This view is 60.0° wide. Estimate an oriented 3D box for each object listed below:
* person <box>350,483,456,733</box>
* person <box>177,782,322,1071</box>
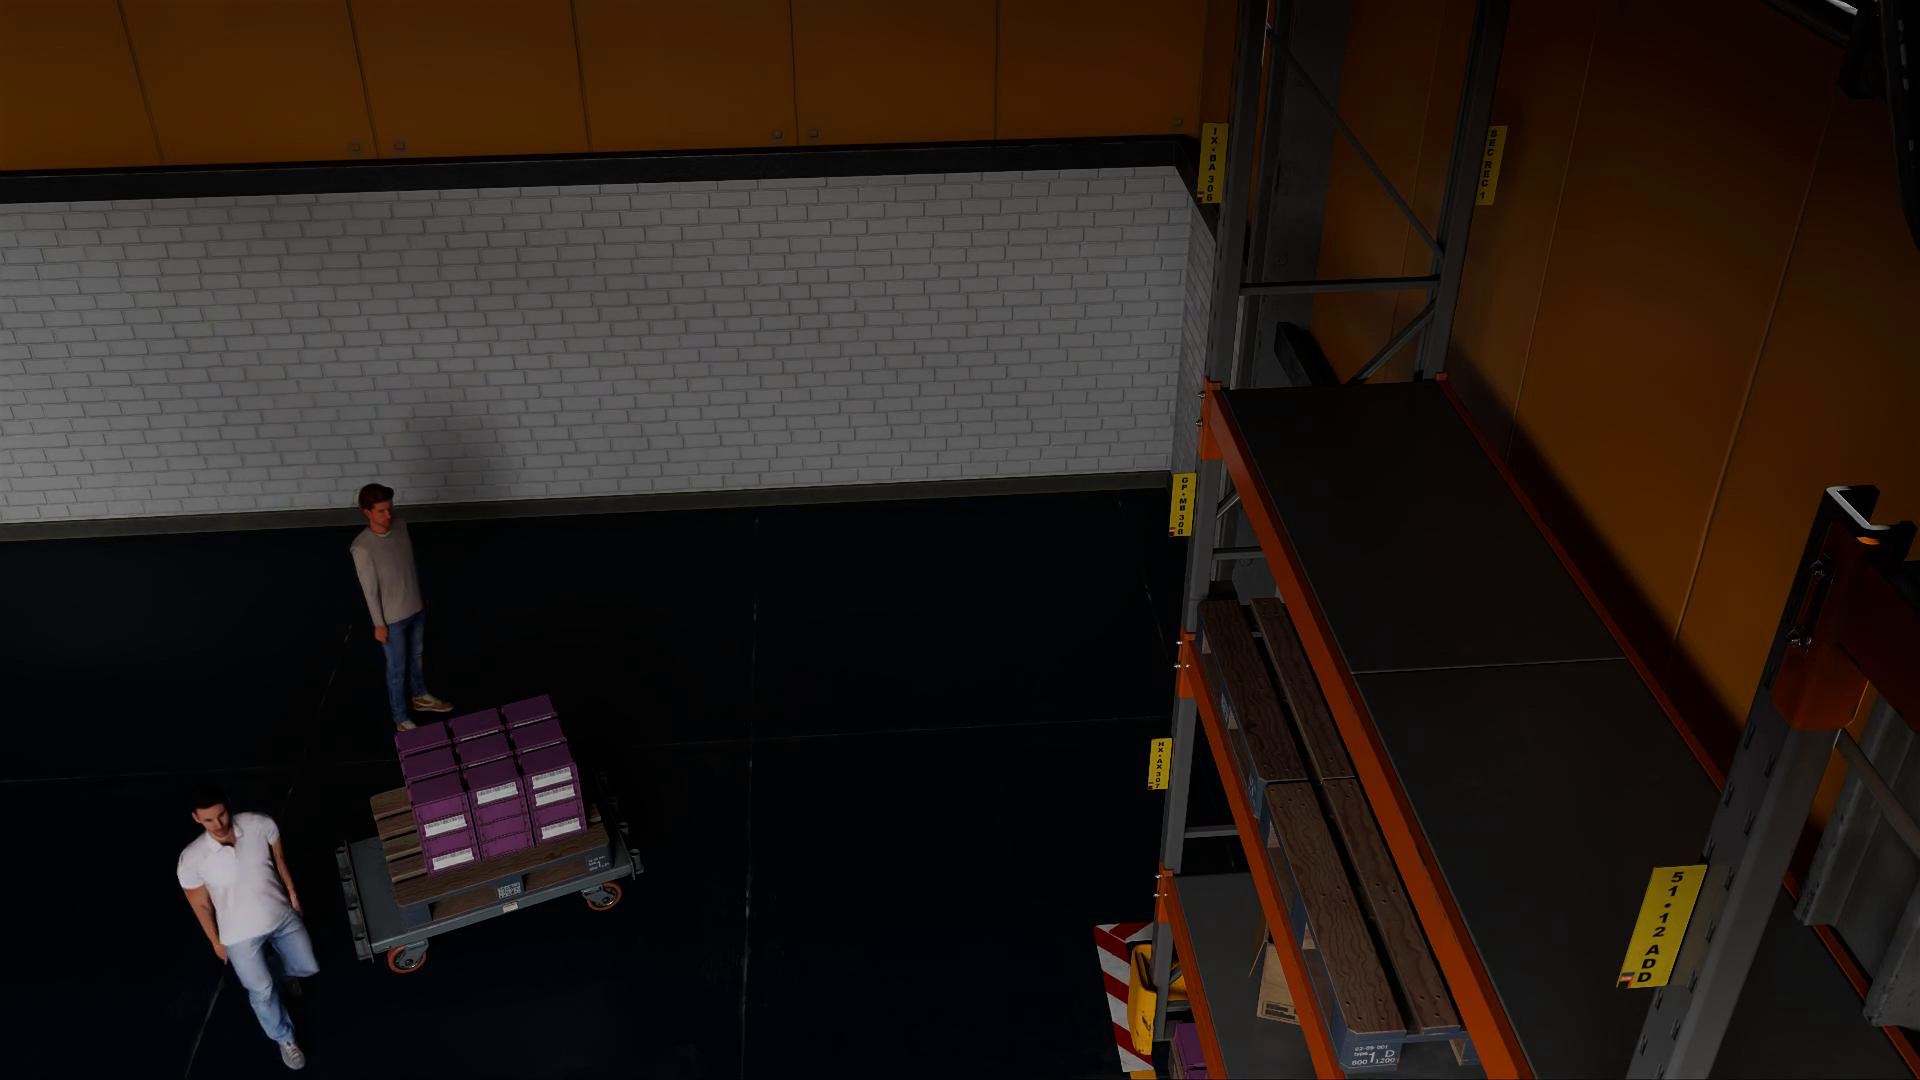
[{"bbox_3d":[-3.717,0.445,10.968,0.799,1.902,0.653,10,35,15],"label":"person"},{"bbox_3d":[-3.731,1.952,8.753,0.951,1.844,1.037,-27,42,-34],"label":"person"}]
